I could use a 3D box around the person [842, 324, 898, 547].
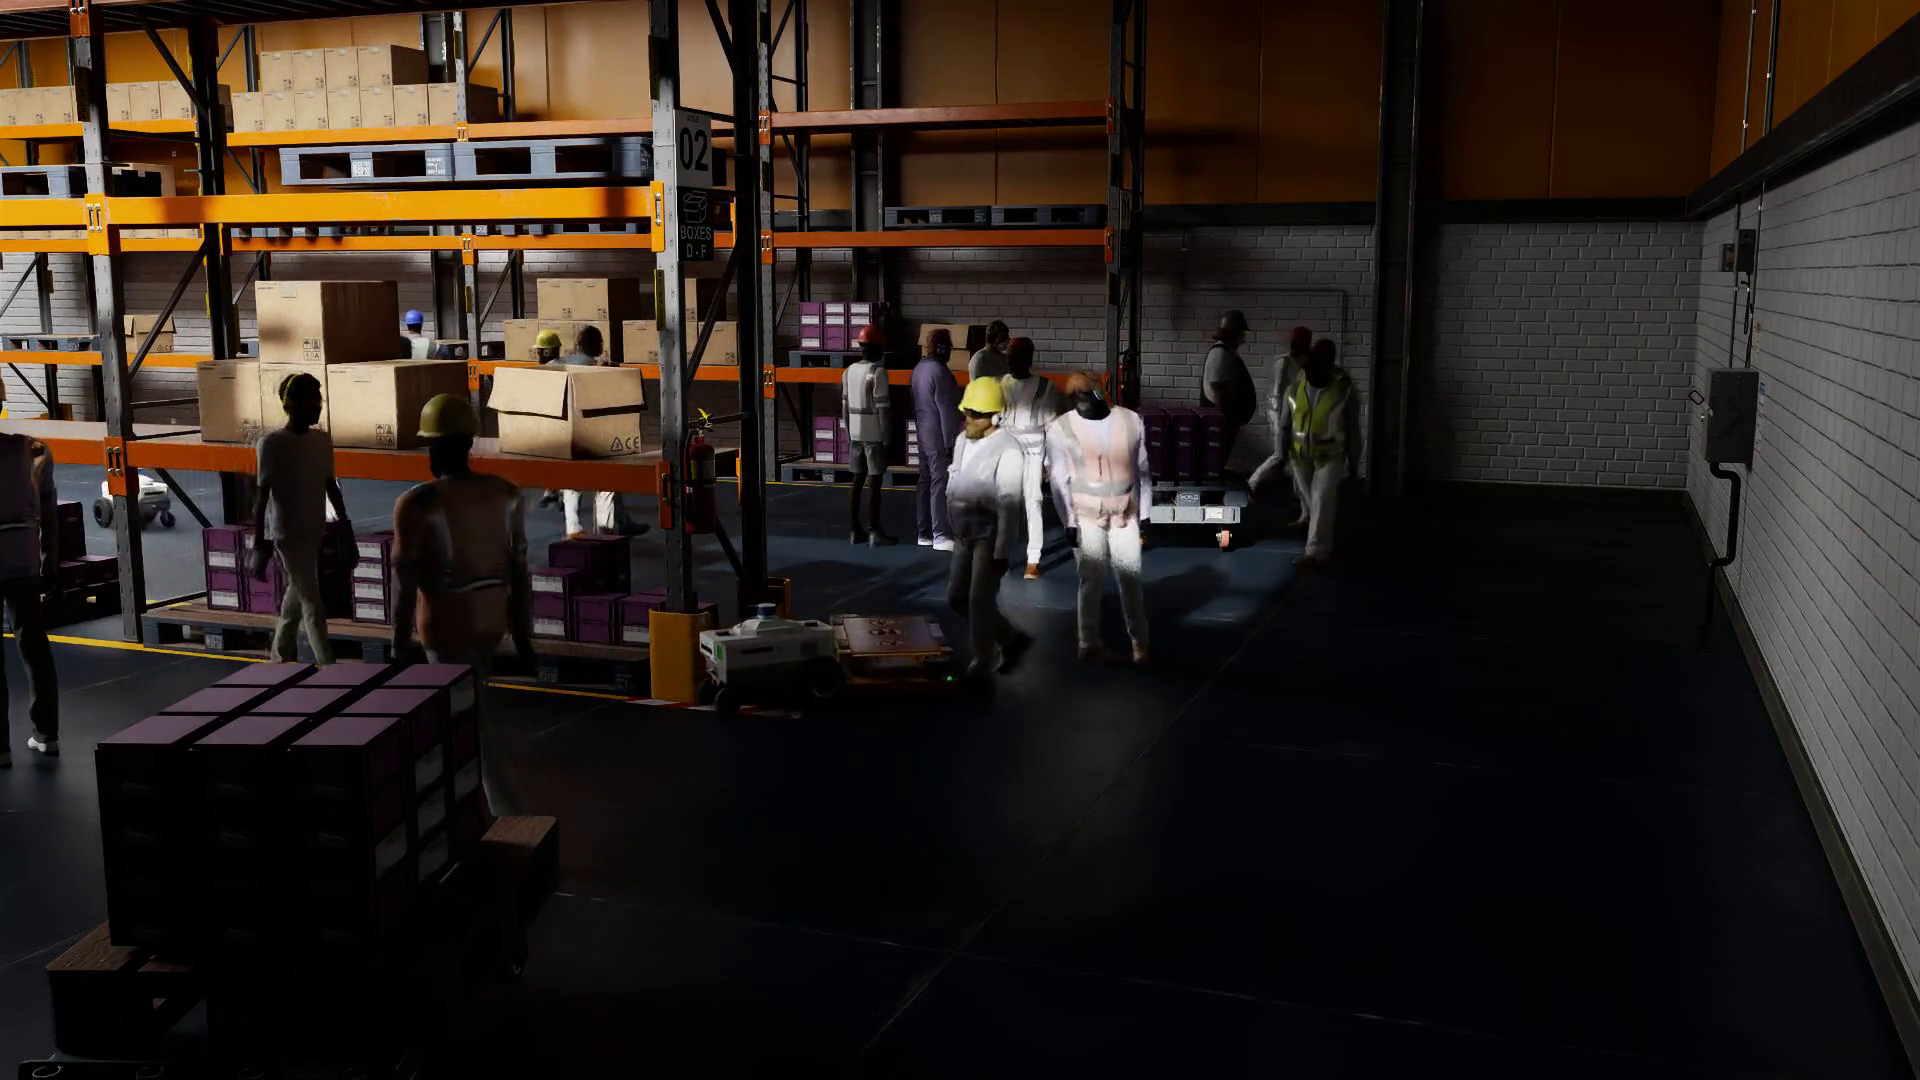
[{"bbox_3d":[-0.771,-0.907,14.486,0.376,1.932,0.551,-9,12,-43],"label":"person"}]

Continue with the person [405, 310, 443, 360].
[{"bbox_3d":[-6.516,-1.791,20.028,0.627,1.942,0.450,-2,9,-14],"label":"person"}]

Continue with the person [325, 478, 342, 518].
[{"bbox_3d":[-5.855,-1.006,15.092,0.636,1.938,0.358,9,13,44],"label":"person"}]

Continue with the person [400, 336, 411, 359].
[{"bbox_3d":[-6.681,-1.753,19.786,0.565,1.948,0.673,7,12,38],"label":"person"}]

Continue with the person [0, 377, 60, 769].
[{"bbox_3d":[-4.635,0.131,7.992,0.371,1.925,0.595,6,11,31],"label":"person"}]

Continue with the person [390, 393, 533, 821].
[{"bbox_3d":[-1.989,0.349,6.747,0.953,1.892,0.598,7,11,37],"label":"person"}]

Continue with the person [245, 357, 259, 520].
[{"bbox_3d":[-5.493,-0.565,13.001,0.663,1.720,0.502,3,10,18],"label":"person"}]

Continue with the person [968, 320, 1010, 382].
[{"bbox_3d":[0.314,-1.117,15.811,0.373,1.935,0.627,5,10,28],"label":"person"}]

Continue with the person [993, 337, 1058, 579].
[{"bbox_3d":[0.470,-0.634,12.935,0.575,1.882,0.361,4,10,21],"label":"person"}]

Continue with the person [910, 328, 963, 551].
[{"bbox_3d":[-0.174,-0.858,14.265,0.409,1.910,0.640,-4,10,-26],"label":"person"}]

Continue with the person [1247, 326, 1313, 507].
[{"bbox_3d":[3.232,-1.232,16.777,0.713,1.860,0.596,8,12,40],"label":"person"}]

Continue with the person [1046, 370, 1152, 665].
[{"bbox_3d":[0.851,-0.131,10.065,0.653,1.800,0.437,-2,9,-14],"label":"person"}]

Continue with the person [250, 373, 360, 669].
[{"bbox_3d":[-3.516,0.012,9.072,0.953,1.822,0.549,3,10,21],"label":"person"}]

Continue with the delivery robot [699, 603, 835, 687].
[{"bbox_3d":[-1.056,0.590,9.112,0.707,0.478,0.477,-5,10,-27],"label":"delivery robot"}]

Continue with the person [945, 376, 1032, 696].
[{"bbox_3d":[0.168,-0.021,9.316,0.511,1.809,0.618,-5,10,-28],"label":"person"}]

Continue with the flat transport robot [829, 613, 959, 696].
[{"bbox_3d":[-0.419,0.656,9.875,0.652,0.197,1.431,-1,9,-7],"label":"flat transport robot"}]

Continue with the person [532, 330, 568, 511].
[{"bbox_3d":[-4.141,-1.191,16.658,0.654,1.807,0.622,1,9,9],"label":"person"}]

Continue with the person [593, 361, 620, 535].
[{"bbox_3d":[-2.988,-0.699,14.108,0.310,1.637,0.523,-3,9,-18],"label":"person"}]

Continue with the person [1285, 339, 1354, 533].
[{"bbox_3d":[3.206,-0.893,14.818,0.466,1.803,0.680,-6,11,-32],"label":"person"}]

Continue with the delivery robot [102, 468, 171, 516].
[{"bbox_3d":[-7.704,-0.435,15.546,0.707,0.478,0.477,7,11,37],"label":"delivery robot"}]

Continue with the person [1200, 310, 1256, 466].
[{"bbox_3d":[2.607,-1.228,16.168,0.536,2.000,0.699,2,9,14],"label":"person"}]

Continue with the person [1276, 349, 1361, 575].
[{"bbox_3d":[2.860,-0.633,13.298,0.625,1.782,1.034,6,11,34],"label":"person"}]

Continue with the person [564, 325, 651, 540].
[{"bbox_3d":[-3.170,-0.937,14.736,0.826,1.909,0.642,-8,12,-42],"label":"person"}]
